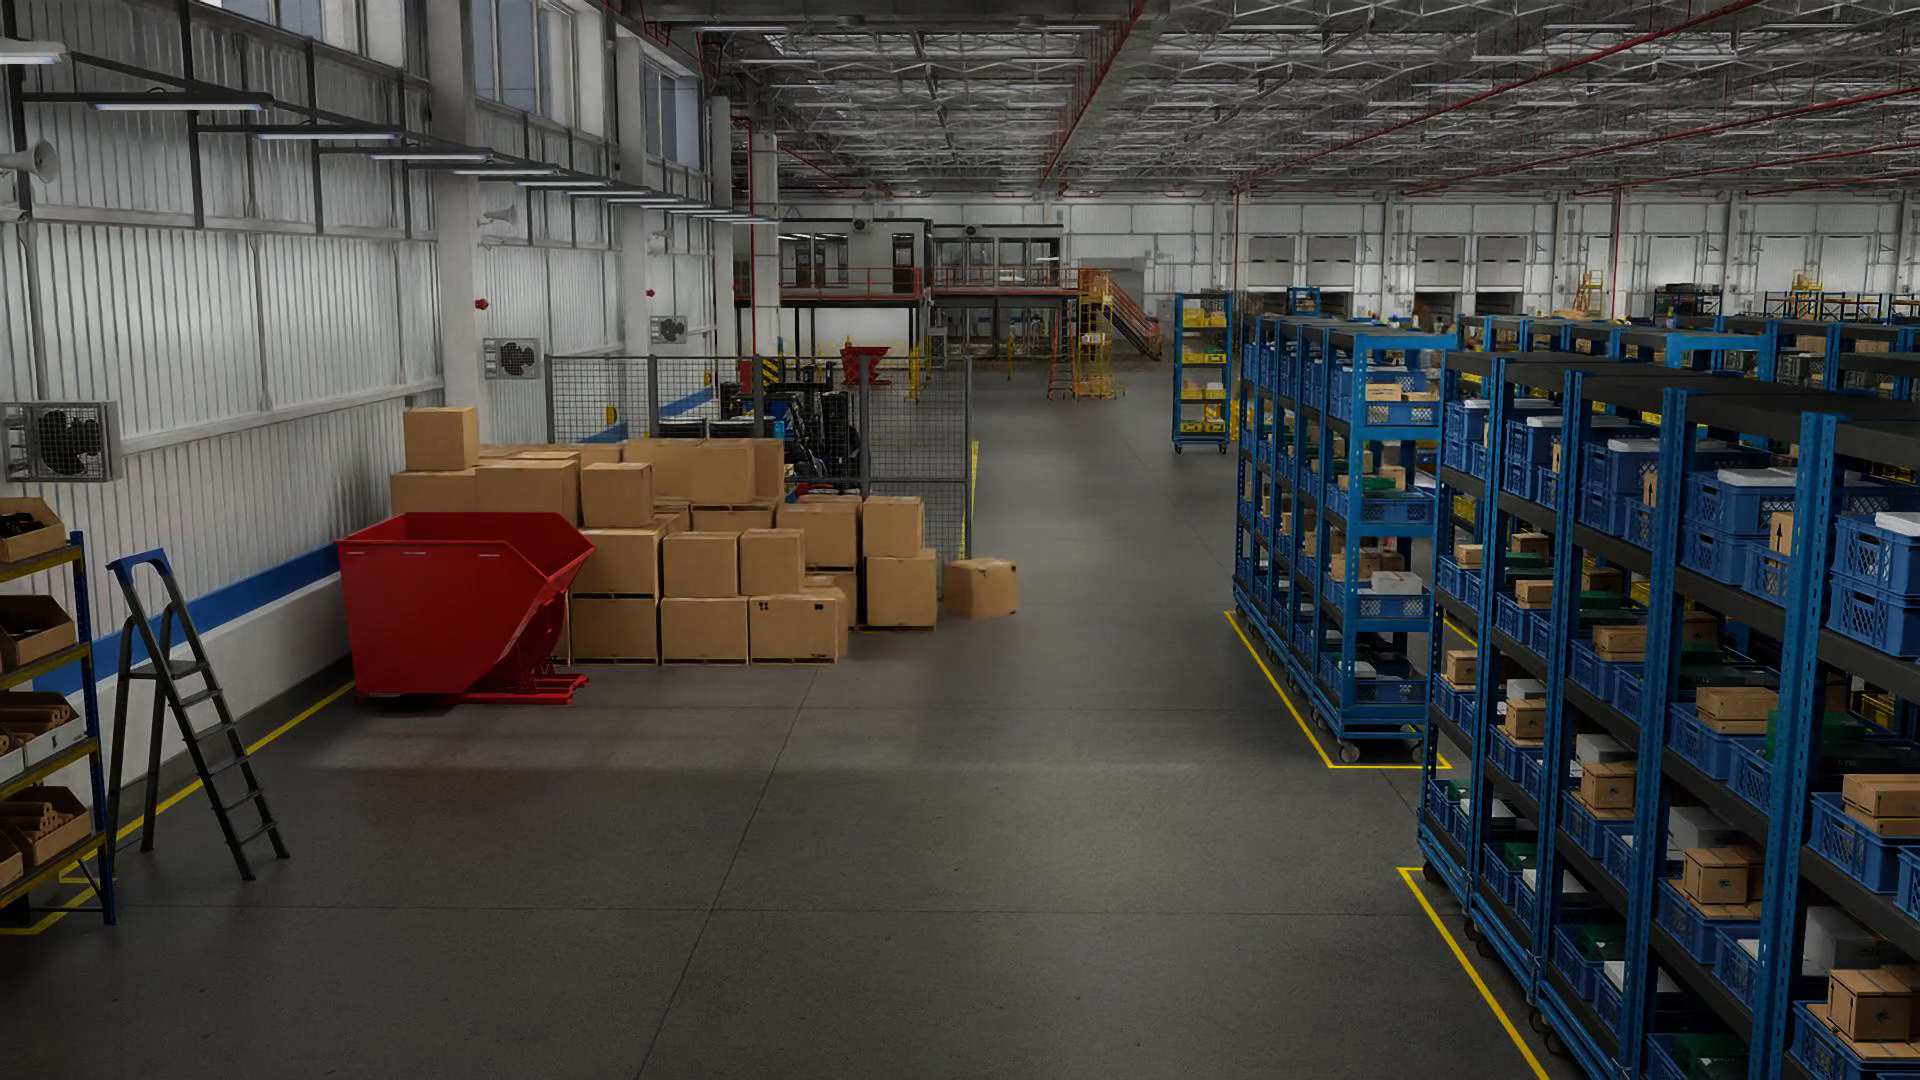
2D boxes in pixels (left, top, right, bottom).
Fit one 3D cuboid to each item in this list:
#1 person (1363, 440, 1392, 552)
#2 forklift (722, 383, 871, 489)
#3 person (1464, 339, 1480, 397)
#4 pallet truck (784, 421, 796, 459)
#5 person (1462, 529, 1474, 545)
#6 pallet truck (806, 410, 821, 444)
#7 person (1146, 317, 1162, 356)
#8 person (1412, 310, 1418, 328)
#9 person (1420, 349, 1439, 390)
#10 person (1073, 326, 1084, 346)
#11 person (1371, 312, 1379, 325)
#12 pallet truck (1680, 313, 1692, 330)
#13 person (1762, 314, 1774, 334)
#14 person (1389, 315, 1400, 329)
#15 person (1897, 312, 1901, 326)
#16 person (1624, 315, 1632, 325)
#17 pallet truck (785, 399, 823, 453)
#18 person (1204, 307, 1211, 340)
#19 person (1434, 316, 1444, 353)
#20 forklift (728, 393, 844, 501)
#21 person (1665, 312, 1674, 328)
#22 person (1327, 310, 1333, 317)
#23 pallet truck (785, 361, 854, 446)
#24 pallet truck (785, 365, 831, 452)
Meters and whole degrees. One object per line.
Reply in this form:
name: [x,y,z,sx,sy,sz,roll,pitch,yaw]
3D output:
person: [5.924,-0.674,24.228,0.846,1.725,0.553,2,9,11]
forklift: [-2.893,-1.687,28.729,2.680,1.987,1.157,0,9,-1]
person: [16.479,-5.591,54.118,0.540,1.894,0.899,-8,12,-41]
pallet truck: [-4.013,-1.793,32.705,1.601,1.201,0.680,0,9,1]
person: [7.099,-0.490,22.817,0.442,1.827,0.575,2,10,15]
pallet truck: [-3.559,-2.018,33.905,1.522,1.261,0.704,0,9,-1]
person: [9.392,-9.794,80.056,0.778,1.881,0.553,-7,11,-36]
person: [25.757,-12.131,94.567,0.940,1.839,0.575,5,11,30]
person: [15.880,-5.916,56.399,0.832,1.797,0.615,-3,10,-20]
person: [6.498,-11.456,90.578,0.528,1.793,0.958,-8,12,-41]
person: [21.752,-10.963,87.182,0.550,1.918,0.747,-6,11,-35]
pallet truck: [36.315,-10.531,84.244,0.823,1.965,1.885,-6,11,-33]
person: [38.494,-9.711,79.050,0.539,2.000,0.688,-8,12,-39]
person: [21.688,-10.255,82.924,0.602,1.885,1.051,-5,10,-28]
person: [54.760,-12.473,97.166,0.343,1.687,0.563,6,11,34]
person: [33.293,-10.252,82.875,0.355,1.883,0.575,-1,9,-5]
pallet truck: [-3.814,-2.432,36.419,1.630,1.274,0.653,0,9,1]
person: [14.738,-12.749,98.034,0.813,1.967,0.618,2,10,15]
person: [23.189,-9.880,80.528,0.454,1.904,0.591,-8,12,-42]
forklift: [-2.979,-1.316,26.476,2.680,1.987,1.157,0,9,1]
person: [38.213,-11.281,89.256,0.759,1.874,0.441,-1,9,-7]
person: [20.999,-12.125,94.517,0.391,1.855,0.549,4,10,24]
pallet truck: [-3.410,-3.193,38.978,1.885,1.965,0.823,0,9,-1]
pallet truck: [-3.774,-2.976,37.635,1.885,1.965,0.823,1,9,5]
